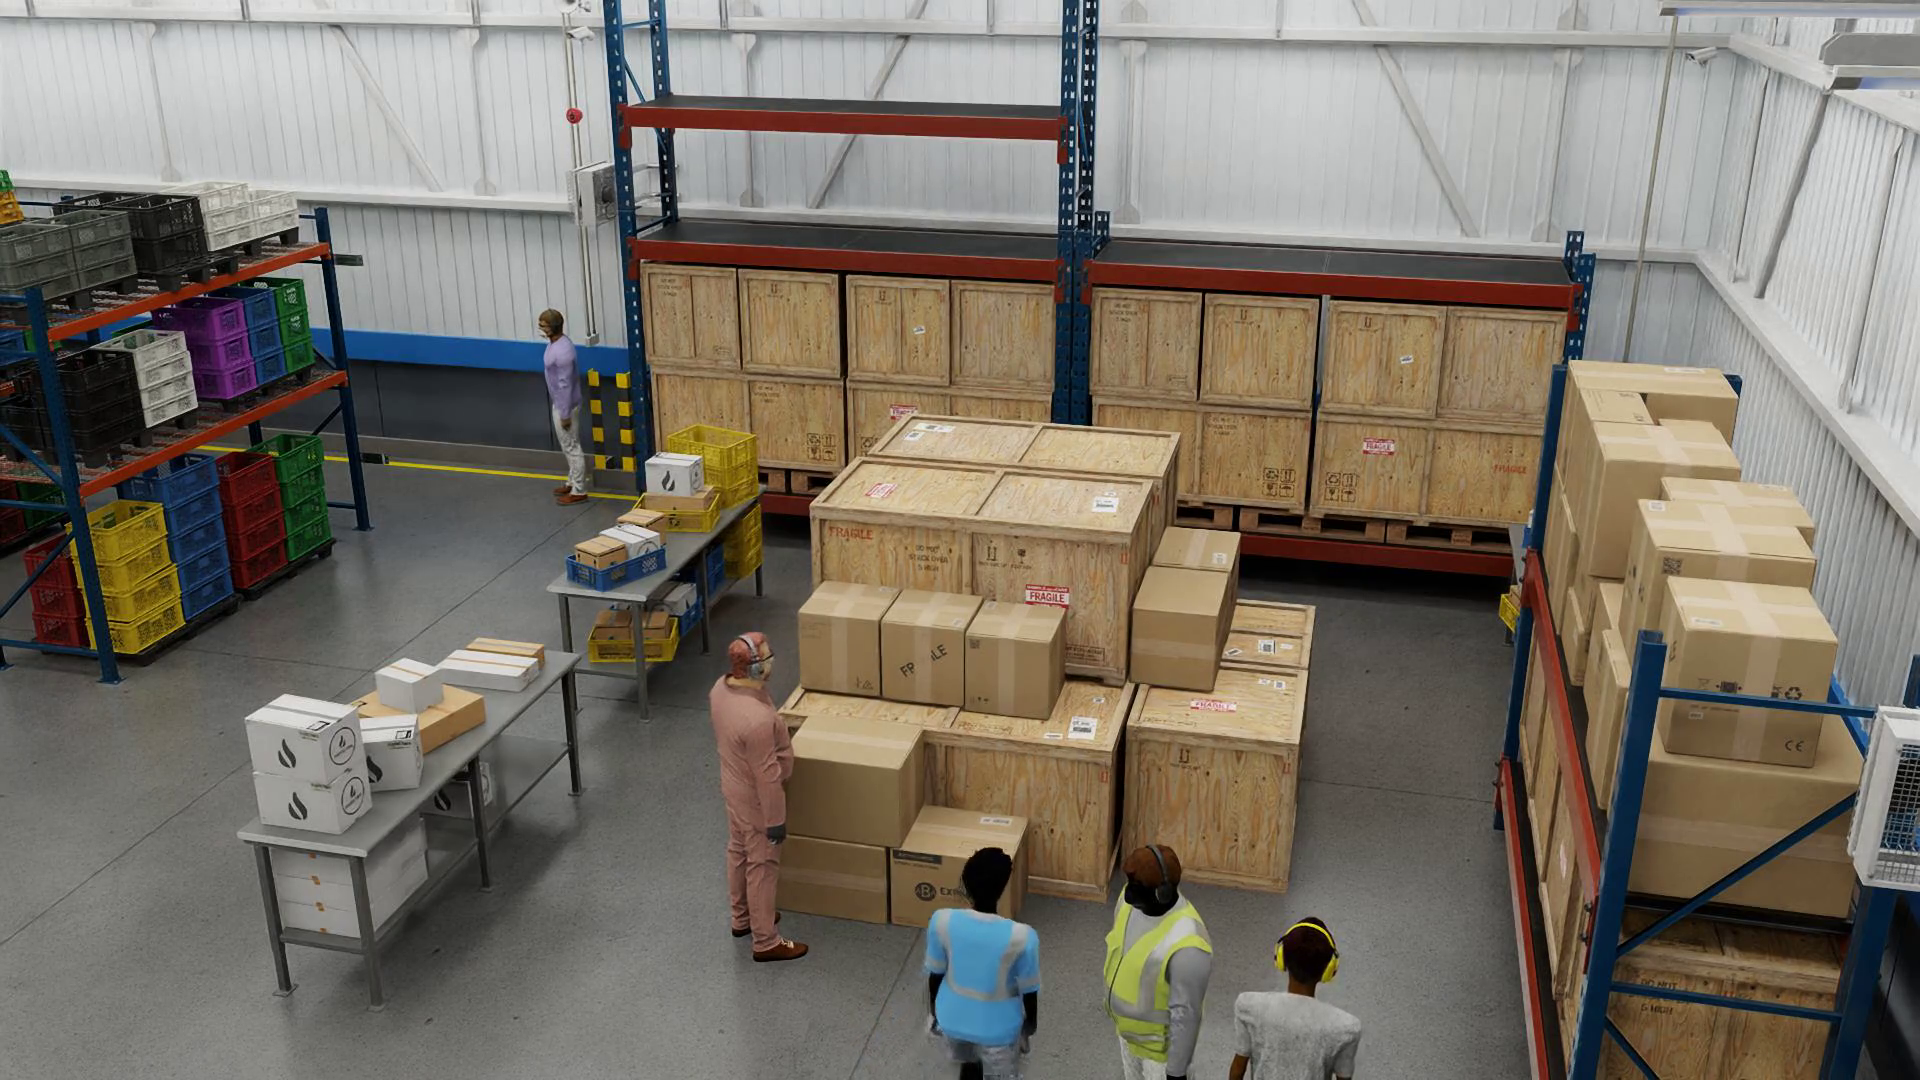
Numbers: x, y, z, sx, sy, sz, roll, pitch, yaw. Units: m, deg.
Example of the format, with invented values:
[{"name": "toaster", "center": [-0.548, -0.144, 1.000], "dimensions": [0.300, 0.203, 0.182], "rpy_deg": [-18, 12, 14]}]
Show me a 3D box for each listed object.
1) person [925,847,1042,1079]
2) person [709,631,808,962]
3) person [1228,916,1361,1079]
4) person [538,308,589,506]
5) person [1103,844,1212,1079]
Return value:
[{"name": "person", "center": [0.072, 2.173, 7.379], "dimensions": [0.542, 1.672, 0.680], "rpy_deg": [8, 22, 20]}, {"name": "person", "center": [-1.099, 1.390, 9.091], "dimensions": [0.409, 1.913, 0.649], "rpy_deg": [-11, 24, -27]}, {"name": "person", "center": [1.306, 2.349, 6.666], "dimensions": [0.520, 1.858, 0.330], "rpy_deg": [6, 22, 14]}, {"name": "person", "center": [-3.832, -1.295, 16.095], "dimensions": [0.369, 1.930, 0.627], "rpy_deg": [-7, 22, -17]}, {"name": "person", "center": [0.837, 2.133, 7.263], "dimensions": [0.431, 1.835, 0.624], "rpy_deg": [-8, 22, -19]}]
